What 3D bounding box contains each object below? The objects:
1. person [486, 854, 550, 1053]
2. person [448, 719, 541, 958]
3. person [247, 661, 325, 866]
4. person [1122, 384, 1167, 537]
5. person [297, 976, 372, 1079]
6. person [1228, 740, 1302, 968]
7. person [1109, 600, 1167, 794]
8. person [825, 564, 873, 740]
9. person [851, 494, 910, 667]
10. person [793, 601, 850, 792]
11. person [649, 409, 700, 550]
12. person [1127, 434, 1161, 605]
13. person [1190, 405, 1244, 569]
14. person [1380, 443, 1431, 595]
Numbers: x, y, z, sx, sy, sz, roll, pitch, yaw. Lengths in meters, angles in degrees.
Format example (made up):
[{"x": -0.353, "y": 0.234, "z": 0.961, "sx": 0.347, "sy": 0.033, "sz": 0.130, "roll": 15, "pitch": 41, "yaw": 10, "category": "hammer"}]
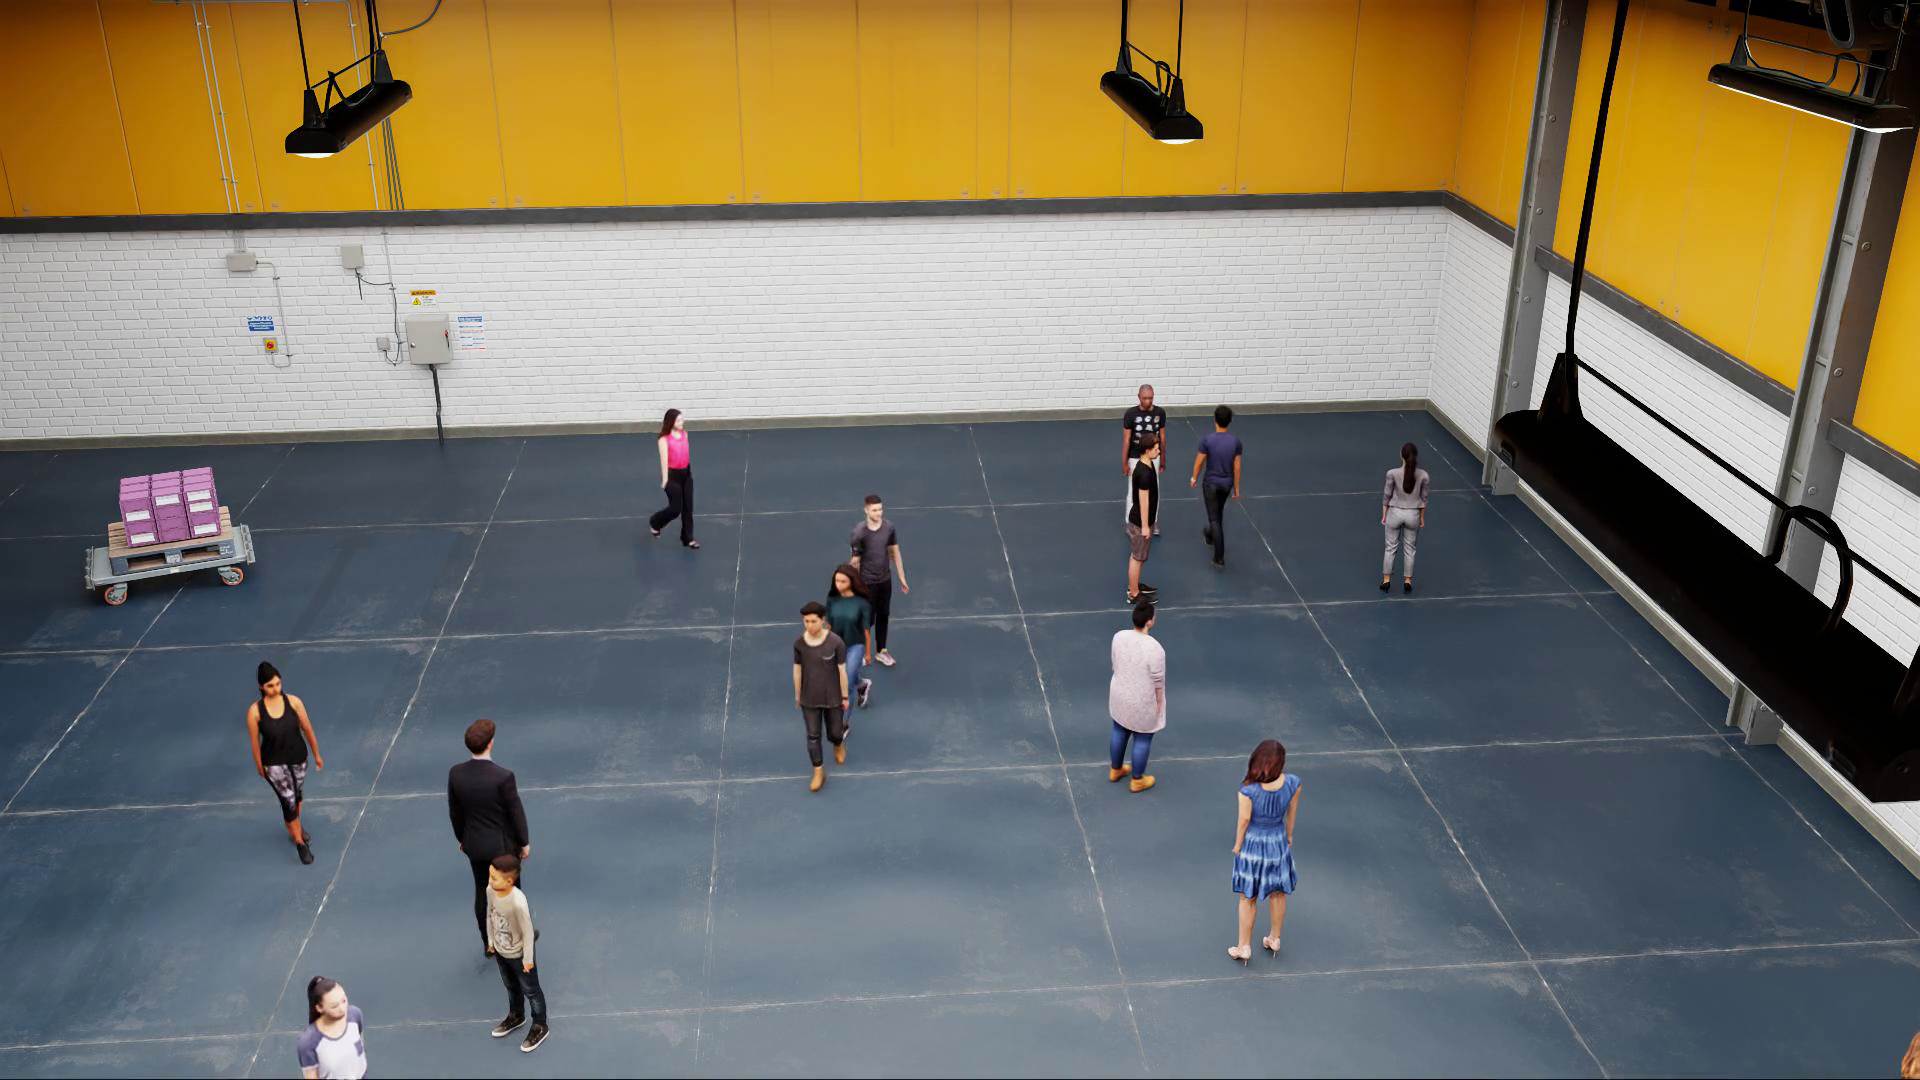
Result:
[{"x": -2.962, "y": 2.713, "z": 11.081, "sx": 0.628, "sy": 1.463, "sz": 0.673, "roll": 15, "pitch": 28, "yaw": 31, "category": "person"}, {"x": -3.343, "y": 2.139, "z": 11.860, "sx": 0.750, "sy": 1.891, "sz": 0.682, "roll": 3, "pitch": 24, "yaw": 8, "category": "person"}, {"x": -5.377, "y": 1.700, "z": 13.179, "sx": 0.882, "sy": 1.639, "sz": 0.977, "roll": -22, "pitch": 32, "yaw": -40, "category": "person"}, {"x": 2.099, "y": -0.931, "z": 18.994, "sx": 0.665, "sy": 1.801, "sz": 0.604, "roll": -3, "pitch": 24, "yaw": -7, "category": "person"}, {"x": -3.645, "y": 3.244, "z": 9.671, "sx": 1.049, "sy": 1.620, "sz": 1.012, "roll": 17, "pitch": 29, "yaw": 34, "category": "person"}, {"x": 2.150, "y": 2.212, "z": 11.800, "sx": 0.718, "sy": 1.806, "sz": 0.651, "roll": -8, "pitch": 25, "yaw": -17, "category": "person"}, {"x": 1.466, "y": 1.296, "z": 13.973, "sx": 0.787, "sy": 1.743, "sz": 0.853, "roll": 20, "pitch": 31, "yaw": 38, "category": "person"}, {"x": -0.974, "y": 0.938, "z": 14.982, "sx": 0.894, "sy": 1.591, "sz": 1.132, "roll": 9, "pitch": 25, "yaw": 20, "category": "person"}, {"x": -0.847, "y": 0.364, "z": 16.090, "sx": 0.782, "sy": 1.756, "sz": 0.804, "roll": -15, "pitch": 28, "yaw": -31, "category": "person"}, {"x": -1.155, "y": 1.270, "z": 14.085, "sx": 0.740, "sy": 1.701, "sz": 0.900, "roll": 3, "pitch": 24, "yaw": 8, "category": "person"}, {"x": -3.222, "y": -0.685, "z": 18.625, "sx": 0.897, "sy": 1.647, "sz": 0.878, "roll": 13, "pitch": 27, "yaw": 27, "category": "person"}, {"x": 1.895, "y": -0.233, "z": 17.326, "sx": 0.769, "sy": 1.860, "sz": 0.615, "roll": 4, "pitch": 24, "yaw": 10, "category": "person"}, {"x": 2.834, "y": -0.549, "z": 18.193, "sx": 0.716, "sy": 1.744, "sz": 1.135, "roll": -4, "pitch": 24, "yaw": -9, "category": "person"}, {"x": 4.674, "y": -0.224, "z": 17.531, "sx": 0.674, "sy": 1.679, "sz": 0.665, "roll": 4, "pitch": 24, "yaw": 8, "category": "person"}]
